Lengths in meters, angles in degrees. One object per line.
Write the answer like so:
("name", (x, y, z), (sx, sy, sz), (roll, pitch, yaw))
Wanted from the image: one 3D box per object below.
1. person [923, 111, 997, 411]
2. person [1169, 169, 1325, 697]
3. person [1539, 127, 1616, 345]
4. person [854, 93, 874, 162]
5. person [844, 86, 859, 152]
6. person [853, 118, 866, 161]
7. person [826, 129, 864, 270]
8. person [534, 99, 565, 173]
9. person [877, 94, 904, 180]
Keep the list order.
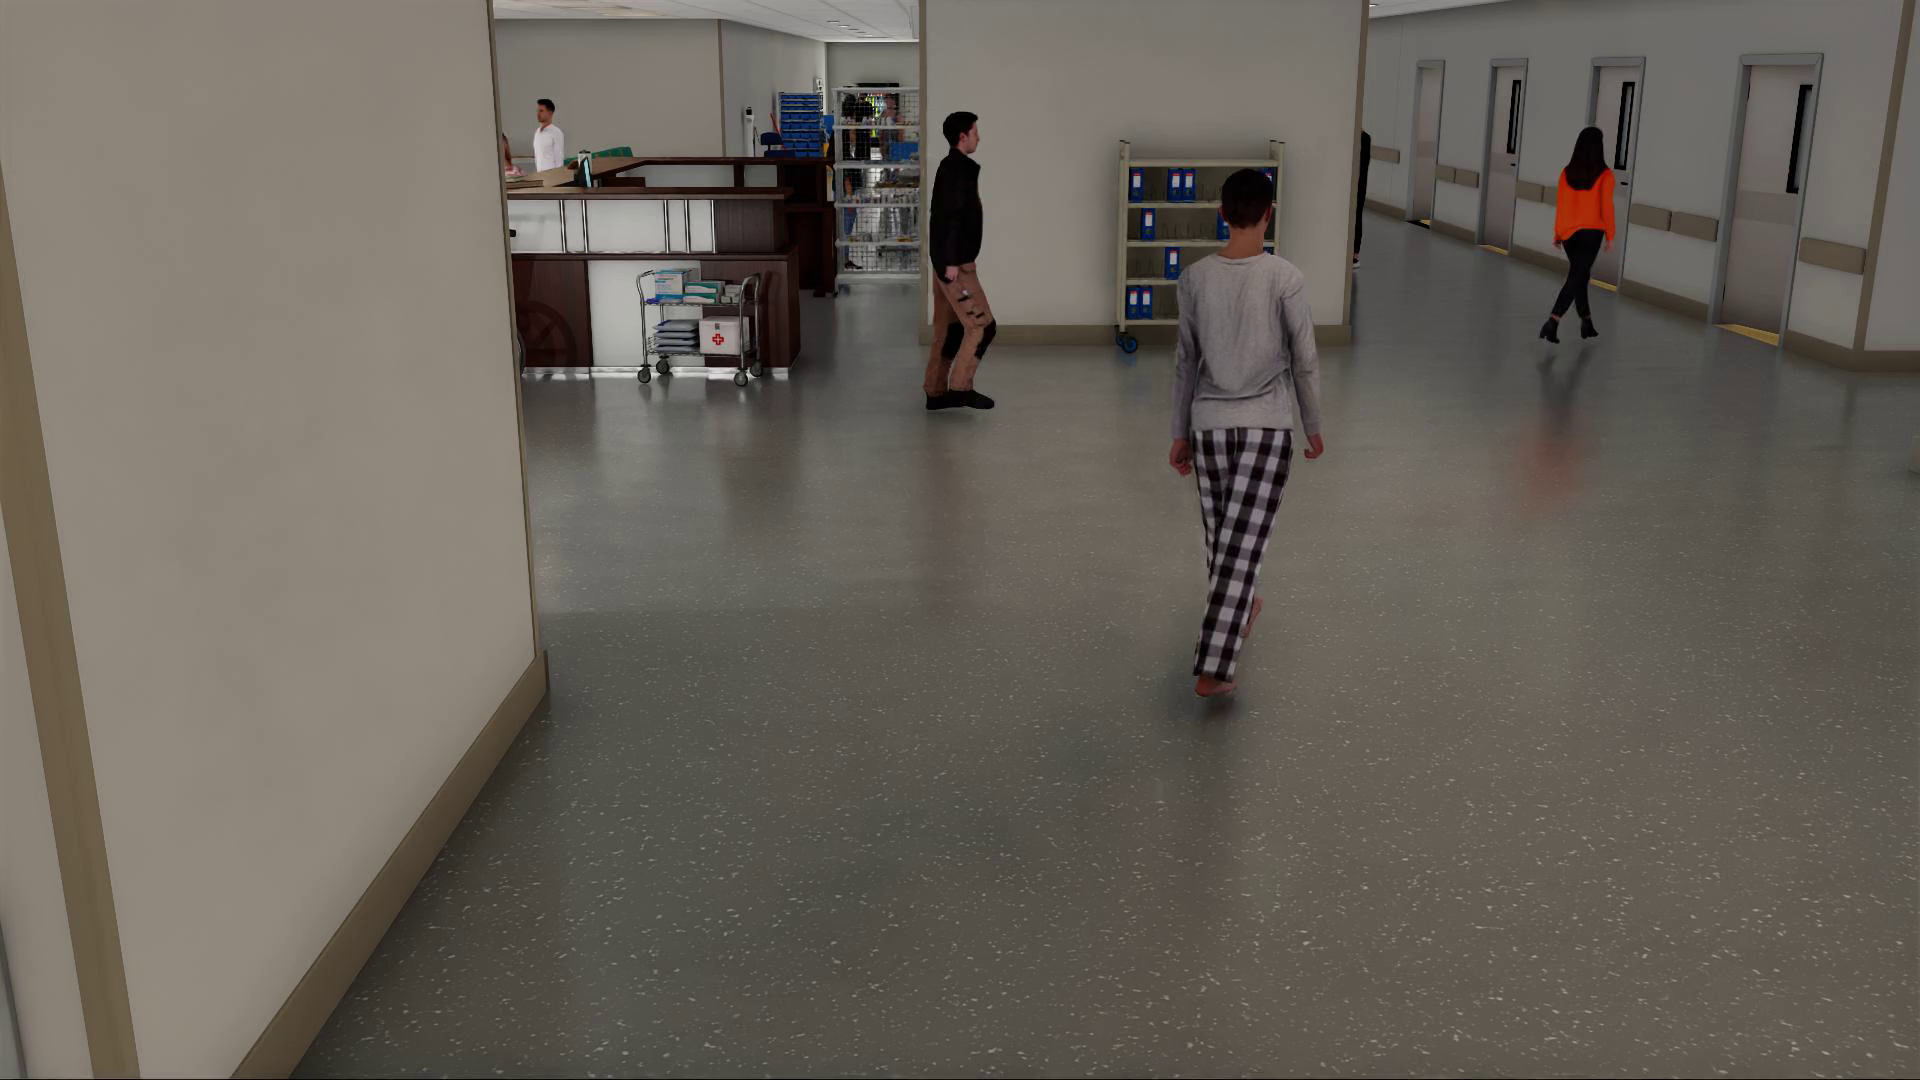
("person", (-0.112, -1.766, 10.714), (0.713, 1.909, 0.738), (-1, 16, -5))
("person", (0.962, -0.327, 5.812), (1.203, 1.798, 1.096), (9, 18, 29))
("person", (4.911, -2.377, 13.254), (1.192, 1.705, 1.044), (-12, 20, -36))
("person", (-2.236, -9.485, 38.372), (0.635, 1.757, 0.772), (7, 17, 23))
("person", (-3.073, -11.852, 46.741), (0.858, 1.771, 0.838), (-6, 17, -21))
("person", (-2.315, -9.477, 38.900), (0.671, 1.455, 0.744), (-12, 20, -36))
("person", (-1.286, -3.831, 18.583), (0.693, 1.612, 0.678), (-5, 17, -18))
("person", (-4.700, -4.175, 19.363), (0.876, 1.852, 0.930), (14, 21, 40))
("person", (-1.241, -7.213, 30.479), (1.125, 1.797, 0.792), (2, 16, 7))
